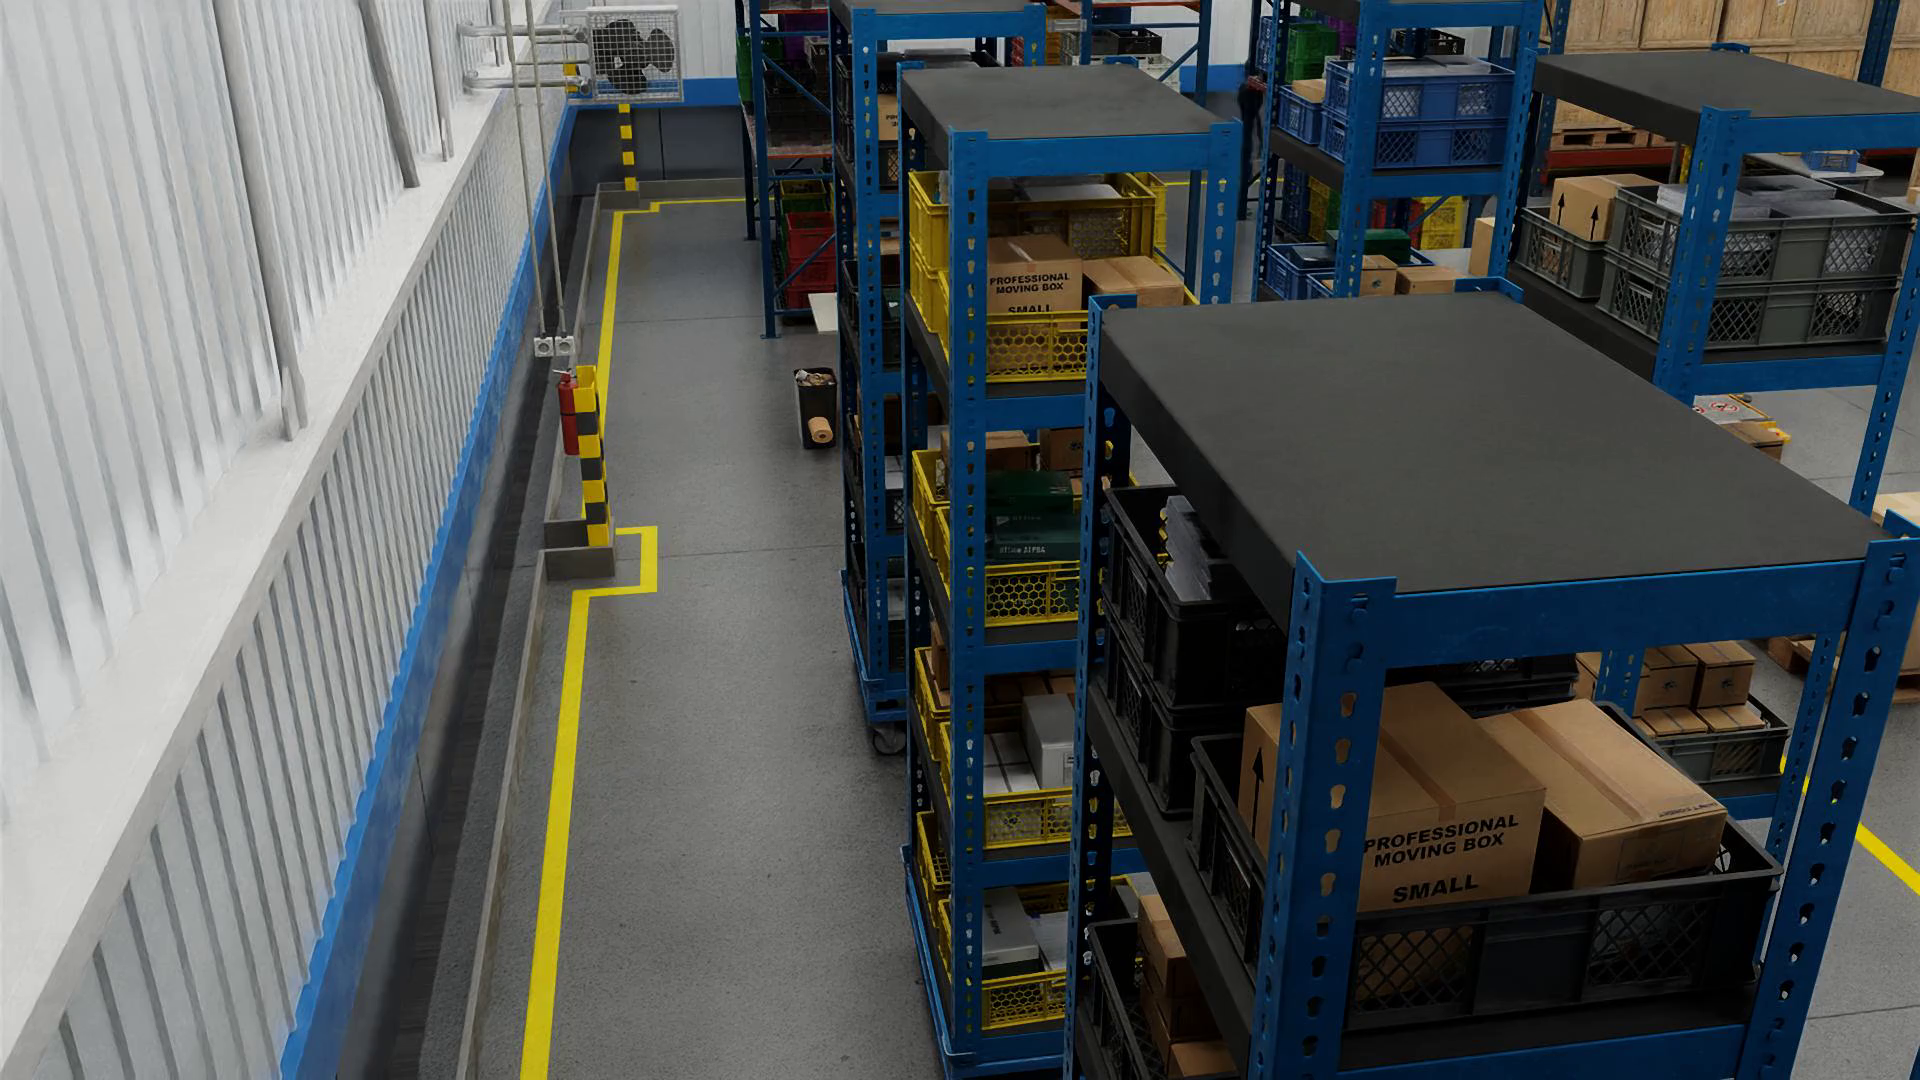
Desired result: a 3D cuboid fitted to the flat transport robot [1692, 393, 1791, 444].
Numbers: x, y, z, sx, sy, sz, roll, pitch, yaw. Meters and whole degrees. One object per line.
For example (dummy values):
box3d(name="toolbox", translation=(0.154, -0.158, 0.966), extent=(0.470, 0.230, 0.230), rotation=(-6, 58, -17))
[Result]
box3d(name="flat transport robot", translation=(5.224, -0.859, 12.132), extent=(1.431, 0.197, 0.652), rotation=(-4, 25, -8))

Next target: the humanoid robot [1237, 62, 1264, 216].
box3d(name="humanoid robot", translation=(3.206, -4.376, 18.125), extent=(0.481, 1.650, 0.624), rotation=(2, 25, 3))

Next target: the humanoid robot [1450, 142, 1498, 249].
box3d(name="humanoid robot", translation=(5.030, -3.496, 16.210), extent=(0.615, 1.639, 0.551), rotation=(1, 25, 2))
